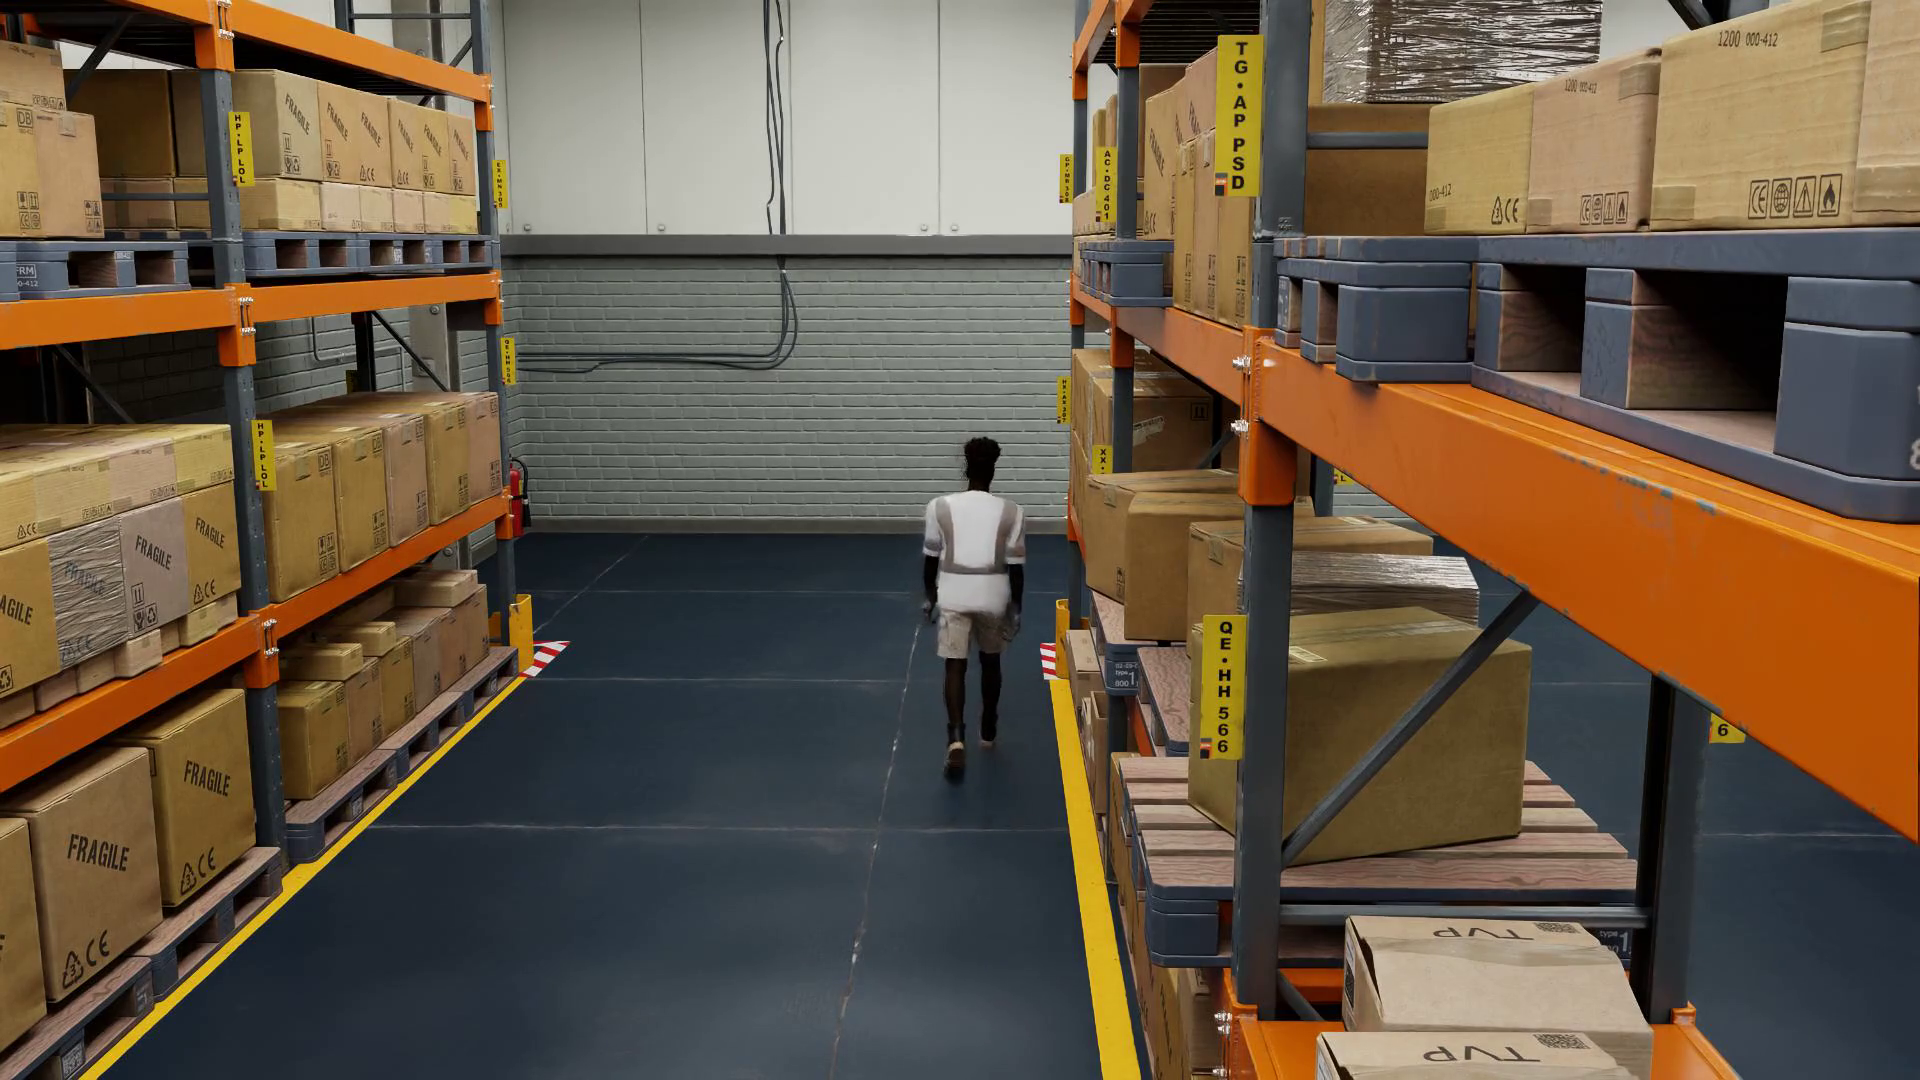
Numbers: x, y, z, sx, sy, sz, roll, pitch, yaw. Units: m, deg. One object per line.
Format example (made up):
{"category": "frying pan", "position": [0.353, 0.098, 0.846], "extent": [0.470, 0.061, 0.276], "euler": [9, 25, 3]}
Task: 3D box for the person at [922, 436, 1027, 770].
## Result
{"category": "person", "position": [0.080, 0.356, 9.745], "extent": [0.615, 1.933, 0.935], "euler": [0, 10, 0]}
